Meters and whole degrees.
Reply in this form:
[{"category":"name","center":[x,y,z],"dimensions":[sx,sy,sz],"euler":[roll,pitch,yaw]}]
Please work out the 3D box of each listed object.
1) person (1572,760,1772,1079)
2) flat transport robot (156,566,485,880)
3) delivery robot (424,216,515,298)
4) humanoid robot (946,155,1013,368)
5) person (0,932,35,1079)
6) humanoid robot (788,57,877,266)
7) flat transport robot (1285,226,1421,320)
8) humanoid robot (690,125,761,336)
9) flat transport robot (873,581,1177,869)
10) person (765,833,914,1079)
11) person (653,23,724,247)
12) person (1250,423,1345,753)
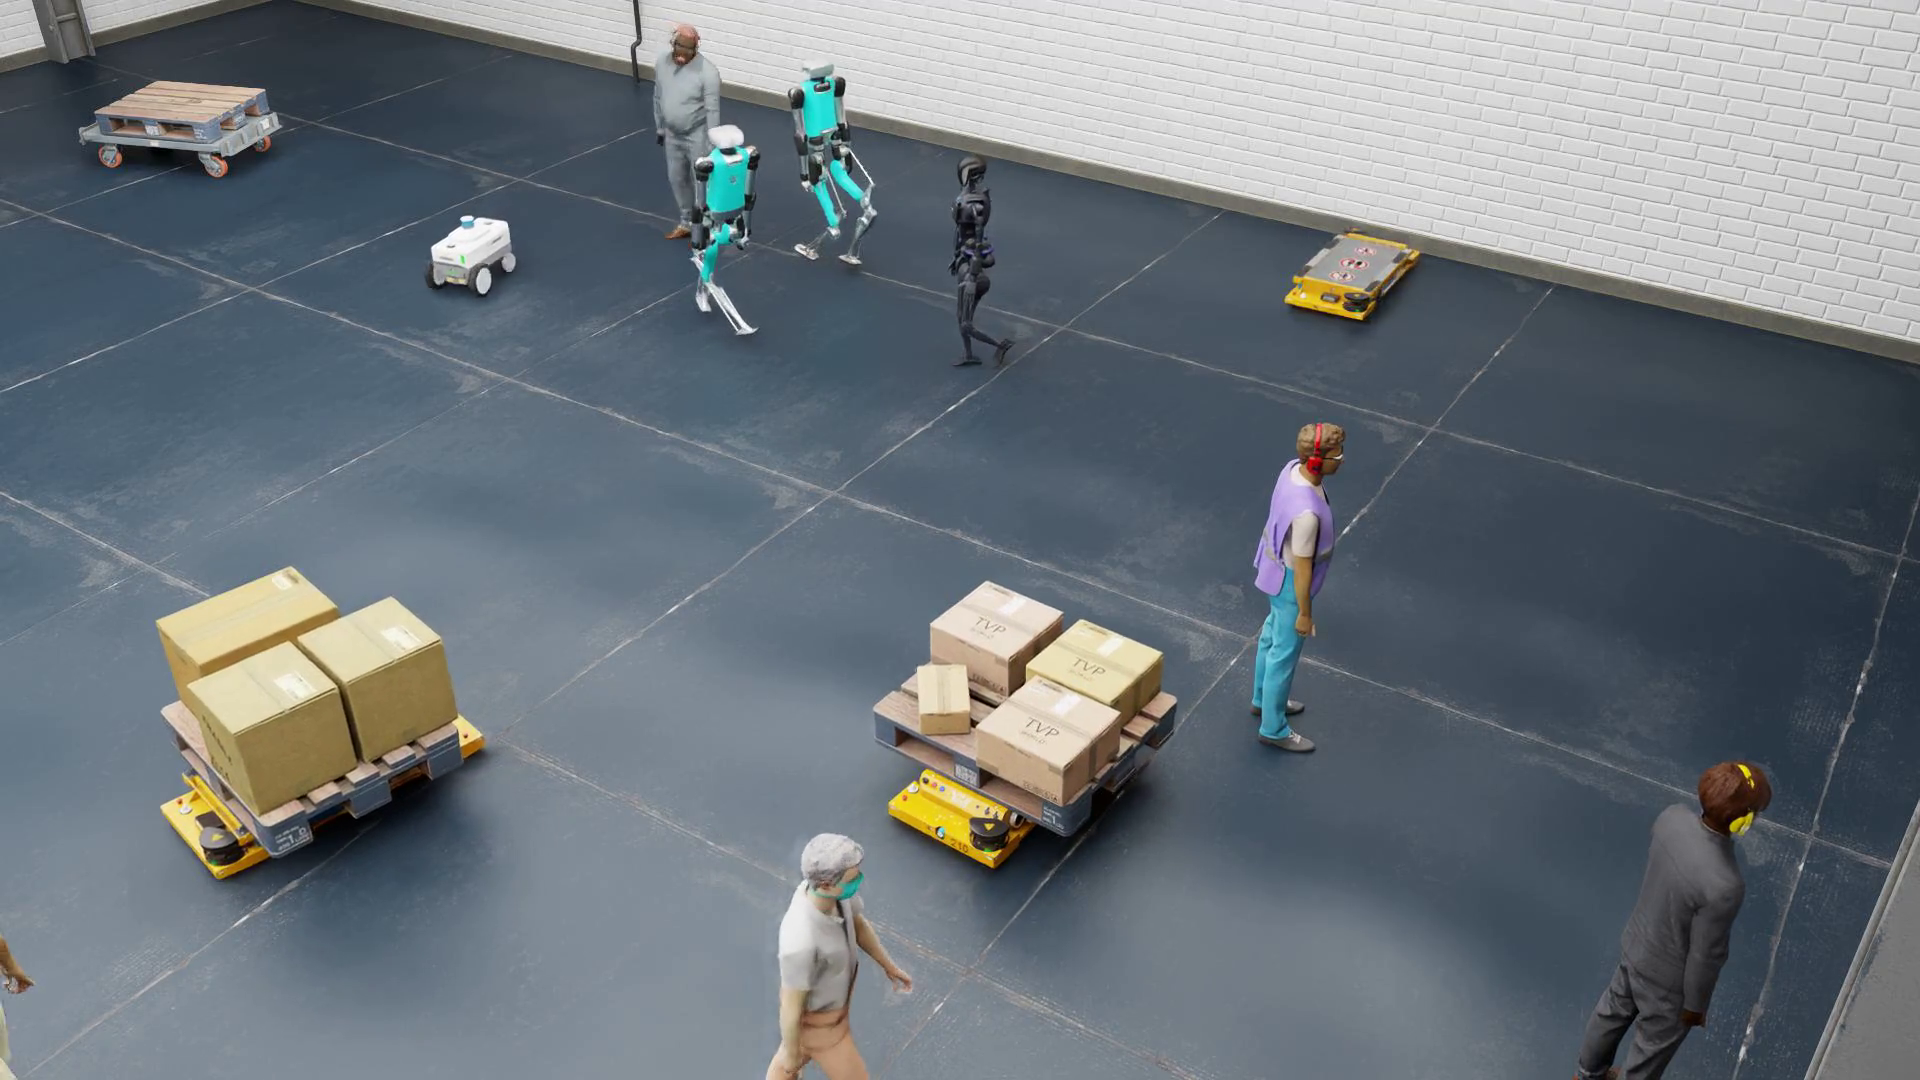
[{"category":"person","center":[2.690,1.587,6.315],"dimensions":[0.354,1.867,0.490],"euler":[-4,33,-6]},{"category":"flat transport robot","center":[-3.226,1.160,8.451],"dimensions":[1.431,0.231,0.659],"euler":[-28,42,-36]},{"category":"delivery robot","center":[-4.013,-2.351,13.658],"dimensions":[0.499,0.603,0.803],"euler":[11,34,17]},{"category":"humanoid robot","center":[0.118,-2.016,12.091],"dimensions":[0.445,1.640,0.584],"euler":[-8,34,-13]},{"category":"person","center":[-3.746,1.729,6.145],"dimensions":[0.863,1.804,0.575],"euler":[5,33,7]},{"category":"humanoid robot","center":[-1.013,-3.008,13.582],"dimensions":[0.543,1.763,0.929],"euler":[-26,41,-34]},{"category":"flat transport robot","center":[3.251,-2.201,13.681],"dimensions":[0.659,0.231,1.431],"euler":[18,37,26]},{"category":"humanoid robot","center":[-1.911,-2.383,12.636],"dimensions":[0.537,1.708,1.071],"euler":[-24,40,-32]},{"category":"flat transport robot","center":[0.330,1.097,8.550],"dimensions":[0.659,0.231,1.431],"euler":[22,39,30]},{"category":"person","center":[-0.417,1.752,6.216],"dimensions":[0.920,1.691,0.460],"euler":[4,33,7]},{"category":"person","center":[-2.303,-3.418,14.085],"dimensions":[0.699,1.891,0.405],"euler":[19,37,26]},{"category":"person","center":[1.687,0.225,8.447],"dimensions":[0.395,1.847,0.563],"euler":[2,33,3]}]
